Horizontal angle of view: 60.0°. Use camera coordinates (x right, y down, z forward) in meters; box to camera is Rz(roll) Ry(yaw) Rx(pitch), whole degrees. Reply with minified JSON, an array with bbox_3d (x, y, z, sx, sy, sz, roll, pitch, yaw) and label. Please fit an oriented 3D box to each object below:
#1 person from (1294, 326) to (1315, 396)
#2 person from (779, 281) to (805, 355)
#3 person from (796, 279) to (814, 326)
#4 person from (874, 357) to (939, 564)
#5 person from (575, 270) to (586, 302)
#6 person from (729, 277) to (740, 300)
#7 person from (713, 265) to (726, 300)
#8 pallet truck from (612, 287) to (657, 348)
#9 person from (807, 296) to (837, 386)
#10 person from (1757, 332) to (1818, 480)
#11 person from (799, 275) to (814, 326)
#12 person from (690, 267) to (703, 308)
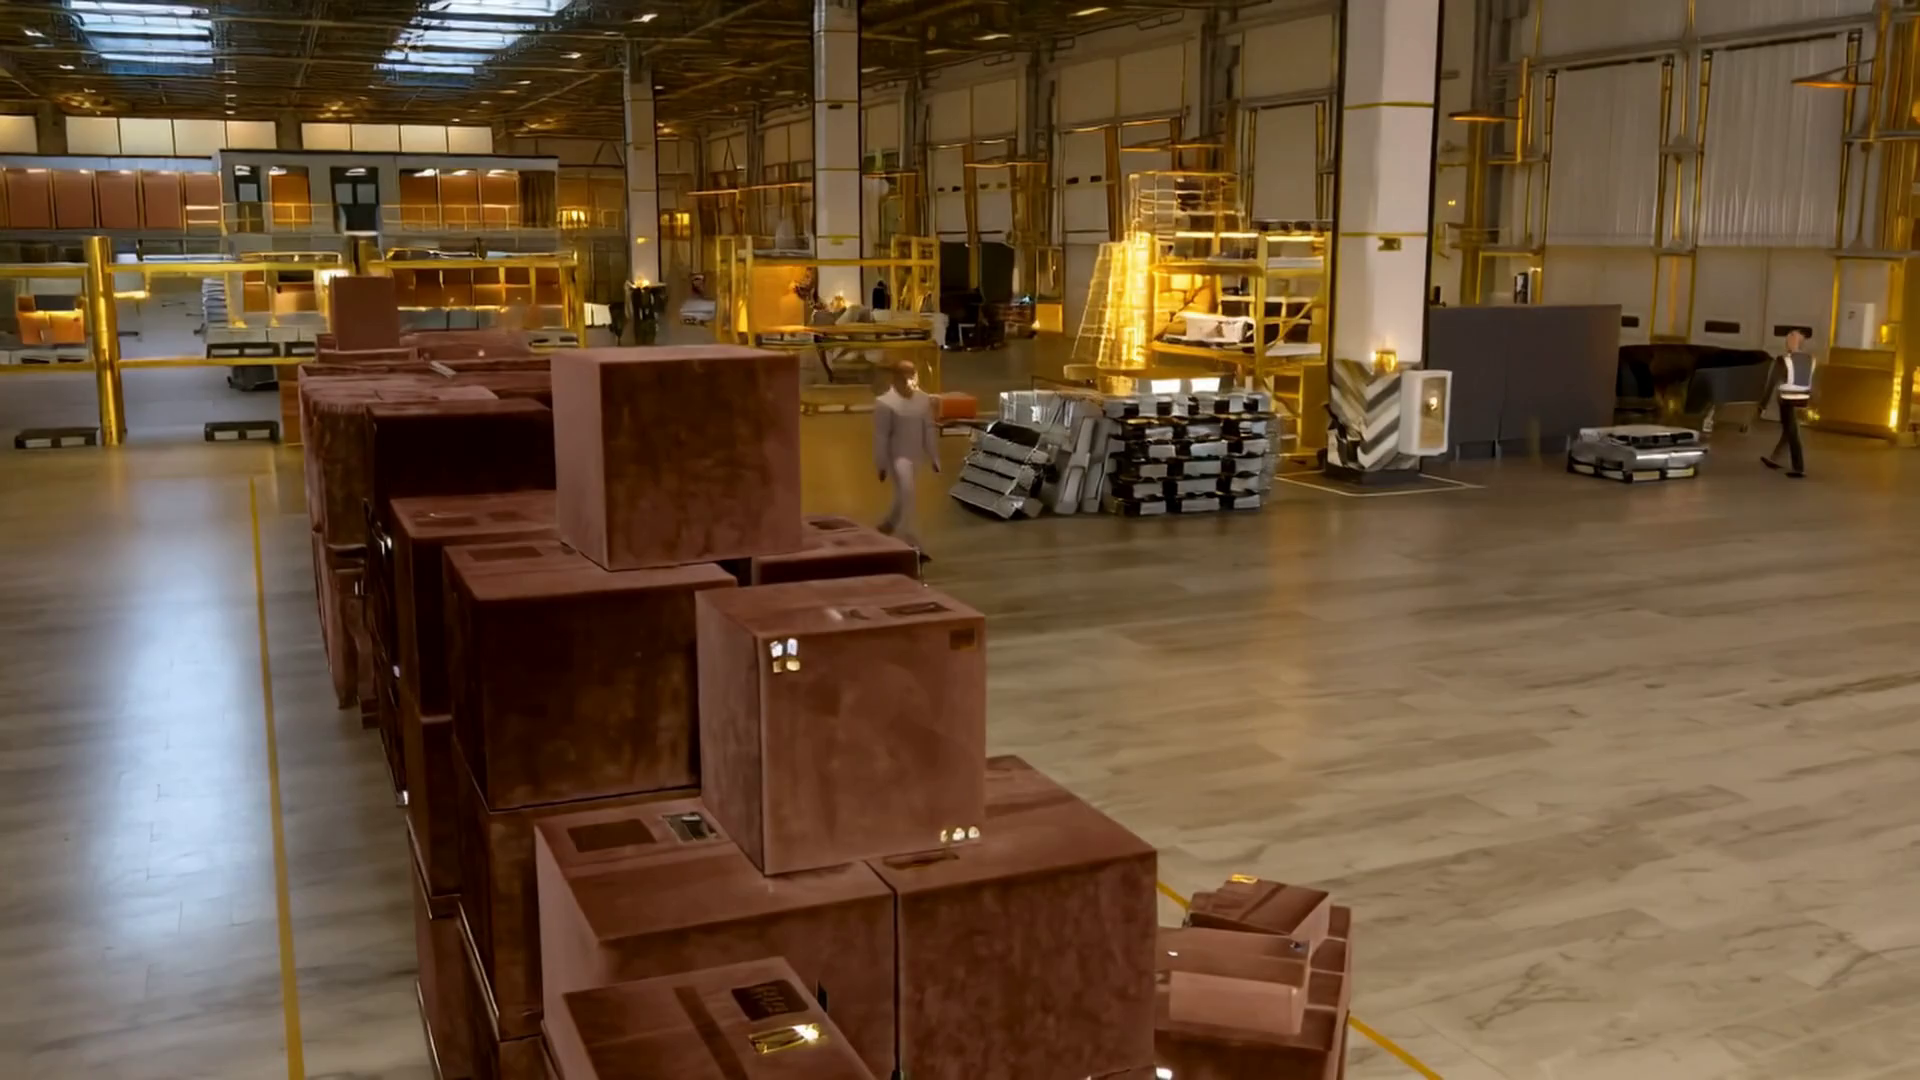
[{"bbox_3d":[5.208,-2.439,25.389,0.927,1.694,0.495,5,11,24],"label":"person"},{"bbox_3d":[-4.007,-5.187,39.730,0.637,1.983,0.466,1,10,3],"label":"person"},{"bbox_3d":[-4.560,-6.659,48.349,0.660,1.798,0.918,6,12,29],"label":"person"},{"bbox_3d":[-0.557,-0.767,15.591,0.630,1.914,0.873,-9,13,-39],"label":"person"},{"bbox_3d":[-15.377,-10.096,67.395,0.305,1.771,0.525,7,13,35],"label":"person"},{"bbox_3d":[-9.242,-10.240,68.387,0.541,1.696,0.315,-4,11,-23],"label":"person"},{"bbox_3d":[-11.766,-12.718,81.364,0.628,1.931,0.458,-2,10,-10],"label":"person"},{"bbox_3d":[-6.464,-4.406,35.401,0.823,1.965,1.885,6,12,32],"label":"pallet truck"},{"bbox_3d":[-2.769,-4.012,33.685,0.802,1.840,0.521,9,14,42],"label":"person"},{"bbox_3d":[10.417,-1.705,20.991,0.569,1.825,0.984,-3,11,-16],"label":"person"},{"bbox_3d":[-4.734,-7.282,51.619,0.595,1.873,0.988,1,10,7],"label":"person"},{"bbox_3d":[-10.225,-9.553,64.058,0.568,1.884,1.003,7,12,34],"label":"person"}]
